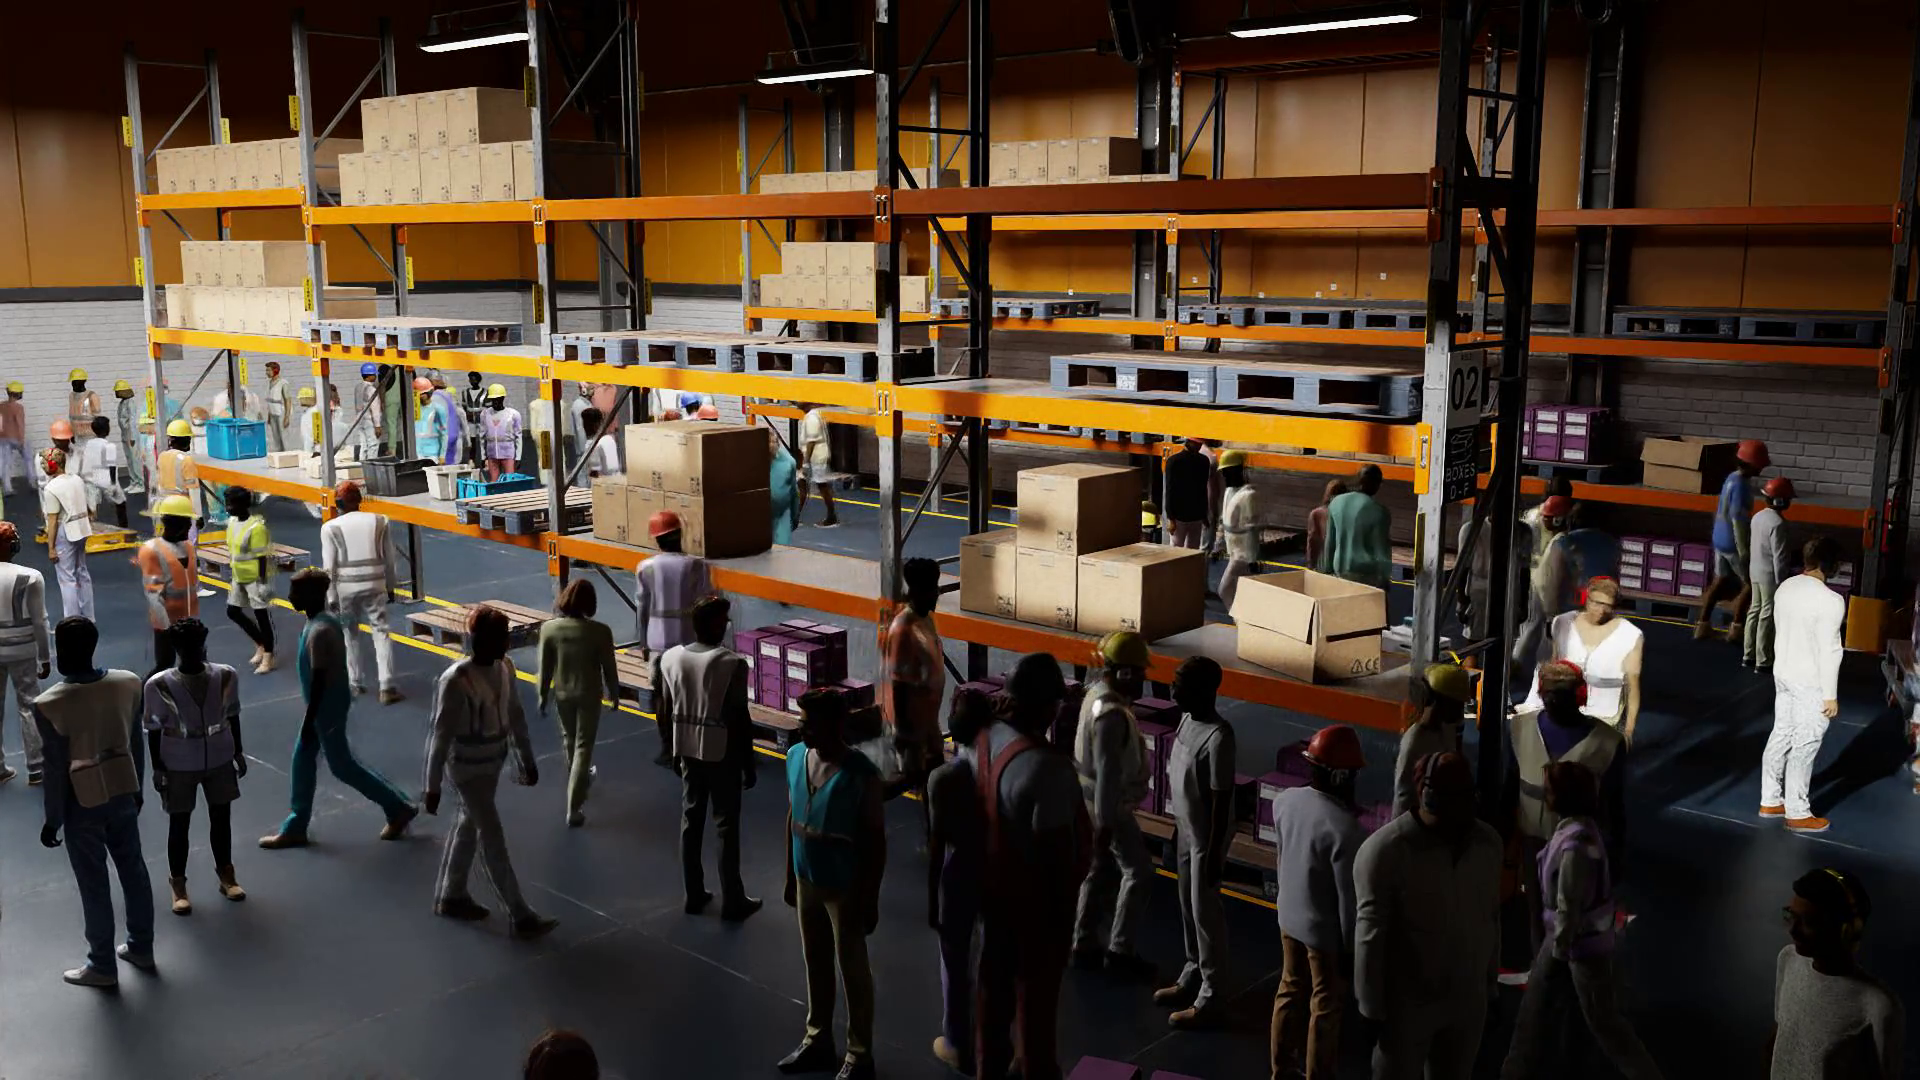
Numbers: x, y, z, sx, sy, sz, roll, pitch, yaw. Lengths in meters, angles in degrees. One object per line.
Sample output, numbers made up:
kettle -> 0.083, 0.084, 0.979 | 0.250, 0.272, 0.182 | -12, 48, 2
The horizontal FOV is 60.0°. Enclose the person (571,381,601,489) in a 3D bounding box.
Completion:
person -> -5.266, -1.329, 23.580 | 0.405, 1.911, 0.636 | 0, 10, -2

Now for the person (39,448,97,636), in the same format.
person -> -8.683, 0.014, 16.197 | 0.395, 1.836, 0.563 | 0, 10, 1

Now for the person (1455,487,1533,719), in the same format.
person -> 4.262, 0.467, 13.287 | 0.606, 1.957, 0.373 | 0, 10, -1

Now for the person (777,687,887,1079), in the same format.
person -> -0.565, 1.548, 7.494 | 0.573, 1.841, 0.374 | 9, 13, 40

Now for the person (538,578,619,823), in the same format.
person -> -2.524, 1.038, 11.114 | 0.513, 1.584, 0.825 | 2, 10, 9

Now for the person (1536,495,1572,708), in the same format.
person -> 4.873, 0.502, 13.660 | 0.341, 1.750, 0.566 | 4, 11, 21

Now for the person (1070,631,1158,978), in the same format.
person -> 0.842, 1.366, 8.636 | 0.595, 1.800, 0.606 | 0, 10, -2

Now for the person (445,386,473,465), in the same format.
person -> -7.496, -1.427, 24.701 | 0.492, 1.709, 0.835 | 2, 10, 11

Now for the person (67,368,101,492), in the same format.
person -> -13.342, -1.650, 25.337 | 0.585, 1.928, 0.369 | 4, 11, 21

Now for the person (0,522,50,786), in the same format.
person -> -6.644, 0.804, 11.637 | 0.564, 1.873, 0.359 | -1, 10, -6

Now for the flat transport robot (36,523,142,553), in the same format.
flat transport robot -> -10.981, -0.044, 20.941 | 1.431, 0.197, 0.652 | 8, 13, 37

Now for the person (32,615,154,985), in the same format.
person -> -4.420, 1.329, 8.521 | 0.393, 1.920, 0.587 | 4, 11, 24

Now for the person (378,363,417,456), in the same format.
person -> -10.210, -2.550, 30.111 | 0.683, 2.000, 0.538 | -8, 13, -38

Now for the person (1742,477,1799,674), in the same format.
person -> 7.197, 0.310, 14.748 | 0.329, 1.751, 0.569 | 1, 10, 3

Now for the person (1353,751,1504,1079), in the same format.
person -> 1.796, 1.725, 6.308 | 0.650, 1.911, 0.409 | -4, 11, -21

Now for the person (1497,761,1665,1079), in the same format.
person -> 2.724, 1.735, 7.186 | 0.833, 1.607, 0.509 | 2, 10, 12

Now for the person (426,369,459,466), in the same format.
person -> -7.545, -1.475, 24.029 | 0.535, 2.000, 0.740 | 3, 10, 15

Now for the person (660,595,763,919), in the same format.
person -> -1.412, 1.223, 9.351 | 0.564, 1.836, 0.388 | 5, 11, 25

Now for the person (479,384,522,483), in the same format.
person -> -6.230, -1.157, 22.554 | 0.593, 1.926, 0.366 | 1, 10, 6

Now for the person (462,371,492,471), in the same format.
person -> -8.105, -1.996, 27.943 | 0.536, 1.696, 0.322 | 1, 10, 4

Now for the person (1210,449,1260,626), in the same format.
person -> 2.606, 0.097, 15.573 | 0.518, 1.891, 0.597 | -2, 10, -9

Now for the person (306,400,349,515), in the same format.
person -> -8.597, -1.079, 22.668 | 0.575, 1.727, 0.721 | -9, 14, -42

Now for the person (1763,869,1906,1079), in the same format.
person -> 2.707, 1.930, 5.264 | 0.309, 1.868, 0.534 | -3, 10, -15

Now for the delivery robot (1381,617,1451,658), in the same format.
delivery robot -> 3.901, 0.913, 14.464 | 0.477, 0.478, 0.707 | -8, 13, -38

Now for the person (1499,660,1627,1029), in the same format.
person -> 2.876, 1.467, 8.003 | 0.577, 1.824, 0.450 | 9, 14, 43

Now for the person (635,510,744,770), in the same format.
person -> -1.941, 0.721, 12.044 | 0.801, 1.897, 0.377 | -1, 10, -4

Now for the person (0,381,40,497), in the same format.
person -> -14.301, -1.545, 25.298 | 0.519, 1.726, 0.778 | 3, 11, 19

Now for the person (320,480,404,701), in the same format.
person -> -4.959, 0.433, 13.830 | 0.594, 1.852, 0.707 | -6, 12, -31

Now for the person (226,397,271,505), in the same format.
person -> -10.344, -1.287, 24.157 | 0.511, 1.617, 0.534 | -2, 10, -12

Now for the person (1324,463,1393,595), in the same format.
person -> 3.487, 0.282, 14.440 | 0.506, 1.917, 0.645 | -8, 13, -37

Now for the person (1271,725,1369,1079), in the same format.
person -> 1.580, 1.648, 7.220 | 0.348, 1.743, 0.554 | -5, 11, -24

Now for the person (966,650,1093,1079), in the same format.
person -> 0.333, 1.474, 7.355 | 0.536, 2.000, 0.688 | -6, 12, -32

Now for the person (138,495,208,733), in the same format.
person -> -6.066, 0.594, 12.826 | 0.849, 1.879, 0.601 | 3, 11, 18

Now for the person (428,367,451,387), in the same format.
person -> -9.055, -2.247, 28.897 | 0.512, 1.866, 0.330 | 4, 11, 20

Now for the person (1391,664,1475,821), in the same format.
person -> 2.276, 1.444, 8.404 | 0.756, 1.726, 0.527 | 7, 12, 34

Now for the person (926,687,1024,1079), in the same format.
person -> 0.113, 1.569, 7.455 | 0.517, 1.824, 0.657 | -5, 11, -28

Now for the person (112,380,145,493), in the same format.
person -> -12.778, -1.587, 25.528 | 0.321, 1.737, 0.485 | -10, 14, -44
